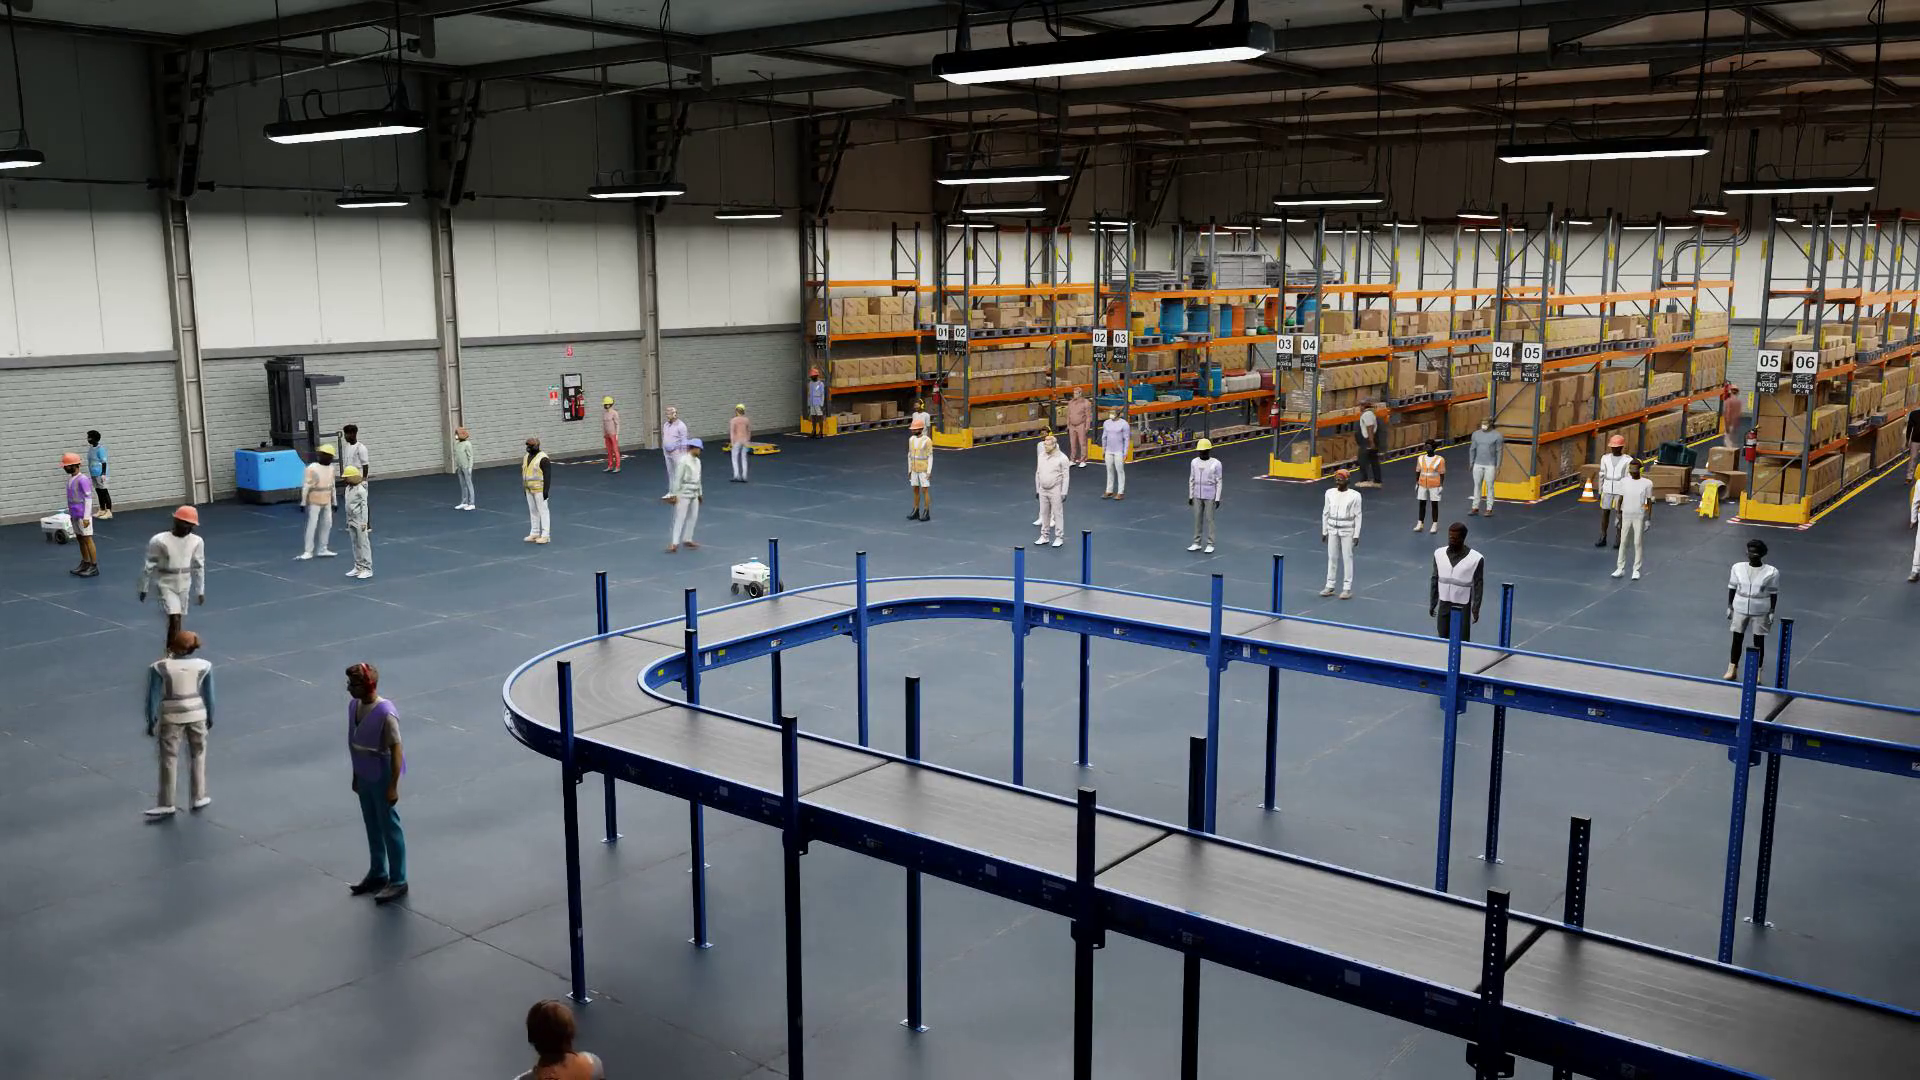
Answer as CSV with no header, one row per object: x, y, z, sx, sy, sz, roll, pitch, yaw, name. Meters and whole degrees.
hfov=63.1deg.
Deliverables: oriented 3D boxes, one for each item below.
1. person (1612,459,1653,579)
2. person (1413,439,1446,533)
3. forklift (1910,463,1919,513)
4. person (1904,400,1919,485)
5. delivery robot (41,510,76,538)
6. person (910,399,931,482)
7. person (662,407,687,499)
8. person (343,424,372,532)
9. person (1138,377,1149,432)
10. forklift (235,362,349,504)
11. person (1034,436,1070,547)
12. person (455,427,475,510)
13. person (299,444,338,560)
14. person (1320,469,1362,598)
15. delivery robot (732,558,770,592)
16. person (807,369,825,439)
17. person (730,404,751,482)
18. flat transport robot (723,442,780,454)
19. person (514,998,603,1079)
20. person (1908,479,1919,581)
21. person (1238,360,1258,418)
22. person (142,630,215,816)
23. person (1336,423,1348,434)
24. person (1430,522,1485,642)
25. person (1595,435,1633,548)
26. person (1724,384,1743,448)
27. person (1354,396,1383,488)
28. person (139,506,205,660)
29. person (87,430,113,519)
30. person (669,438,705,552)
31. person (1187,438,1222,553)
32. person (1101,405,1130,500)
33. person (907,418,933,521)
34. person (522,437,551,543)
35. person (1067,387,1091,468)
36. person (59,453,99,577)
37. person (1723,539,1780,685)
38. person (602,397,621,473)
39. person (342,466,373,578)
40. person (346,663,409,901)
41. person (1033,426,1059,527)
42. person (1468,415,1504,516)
10.366,-0.333,24.090,0.521,1.865,0.319,8,13,39,person
8.458,-0.977,28.183,0.538,1.695,0.320,8,13,39,person
19.034,-1.348,28.998,2.313,2.155,1.214,8,13,37,forklift
20.989,-2.181,34.130,0.616,1.990,0.393,8,13,39,person
-15.703,-0.281,27.342,0.707,0.478,0.477,4,11,22,delivery robot
-0.872,-2.194,34.554,0.521,1.870,0.319,8,13,39,person
-5.869,-1.766,32.040,0.645,1.907,0.400,8,13,39,person
-10.885,-1.114,28.205,0.610,1.963,0.366,8,13,39,person
5.180,-3.802,44.267,0.503,1.632,0.271,8,13,39,person
-13.803,-2.244,32.110,1.129,2.768,1.873,8,13,37,forklift
1.554,-0.838,26.824,0.645,1.905,0.400,8,13,39,person
-9.770,-1.411,30.804,0.503,1.632,0.271,8,13,39,person
-10.546,-0.618,25.670,0.424,1.876,0.764,5,11,25,person
5.533,-0.099,22.722,0.578,1.882,0.346,8,13,39,person
-3.017,0.503,22.928,0.707,0.478,0.477,8,13,37,delivery robot
-3.997,-3.768,43.221,0.549,1.936,0.377,8,13,39,person
-4.863,-2.155,34.726,0.543,1.725,0.488,-7,12,-34,person
-5.364,-2.375,40.186,1.431,0.197,0.652,8,13,37,flat transport robot
-1.762,2.845,6.916,0.484,1.602,0.541,8,13,38,person
14.801,-0.291,23.803,0.578,1.881,0.346,8,13,39,person
9.123,-4.770,49.256,0.508,1.812,0.908,8,13,39,person
-6.958,1.614,13.852,0.699,1.607,0.323,-7,13,-36,person
9.875,-3.316,40.375,0.611,2.042,0.395,8,13,39,person
5.683,0.736,17.929,0.591,1.916,0.383,8,13,39,person
11.176,-0.834,26.713,0.549,1.934,0.374,8,13,39,person
18.443,-2.739,37.419,0.761,1.943,0.495,-7,12,-33,person
8.821,-2.129,33.824,0.764,2.000,0.715,5,11,27,person
-9.305,0.585,18.611,0.964,1.971,0.695,8,13,36,person
-16.342,-1.242,29.679,0.538,1.695,0.320,8,13,39,person
-4.625,-0.760,26.413,0.470,1.895,0.764,5,11,25,person
4.098,-0.746,26.238,0.591,1.926,0.386,8,13,39,person
3.195,-1.807,32.177,0.631,1.938,0.362,8,13,39,person
-0.773,-1.334,29.527,0.549,1.934,0.374,8,13,39,person
-7.367,-0.869,27.170,0.627,1.843,0.429,8,13,39,person
2.797,-2.679,37.188,0.645,1.905,0.400,8,13,39,person
-13.667,-0.397,24.253,0.549,1.934,0.374,8,13,39,person
9.140,0.819,18.066,0.538,1.698,0.320,8,13,39,person
-8.094,-2.438,36.222,0.528,1.765,0.327,8,13,39,person
-9.331,-0.284,24.161,0.489,1.741,0.322,8,13,39,person
-4.459,1.828,11.990,0.566,1.841,0.381,8,13,39,person
1.606,-1.184,28.868,0.521,1.870,0.319,8,13,39,person
10.097,-1.432,30.065,0.631,1.938,0.362,8,13,39,person
